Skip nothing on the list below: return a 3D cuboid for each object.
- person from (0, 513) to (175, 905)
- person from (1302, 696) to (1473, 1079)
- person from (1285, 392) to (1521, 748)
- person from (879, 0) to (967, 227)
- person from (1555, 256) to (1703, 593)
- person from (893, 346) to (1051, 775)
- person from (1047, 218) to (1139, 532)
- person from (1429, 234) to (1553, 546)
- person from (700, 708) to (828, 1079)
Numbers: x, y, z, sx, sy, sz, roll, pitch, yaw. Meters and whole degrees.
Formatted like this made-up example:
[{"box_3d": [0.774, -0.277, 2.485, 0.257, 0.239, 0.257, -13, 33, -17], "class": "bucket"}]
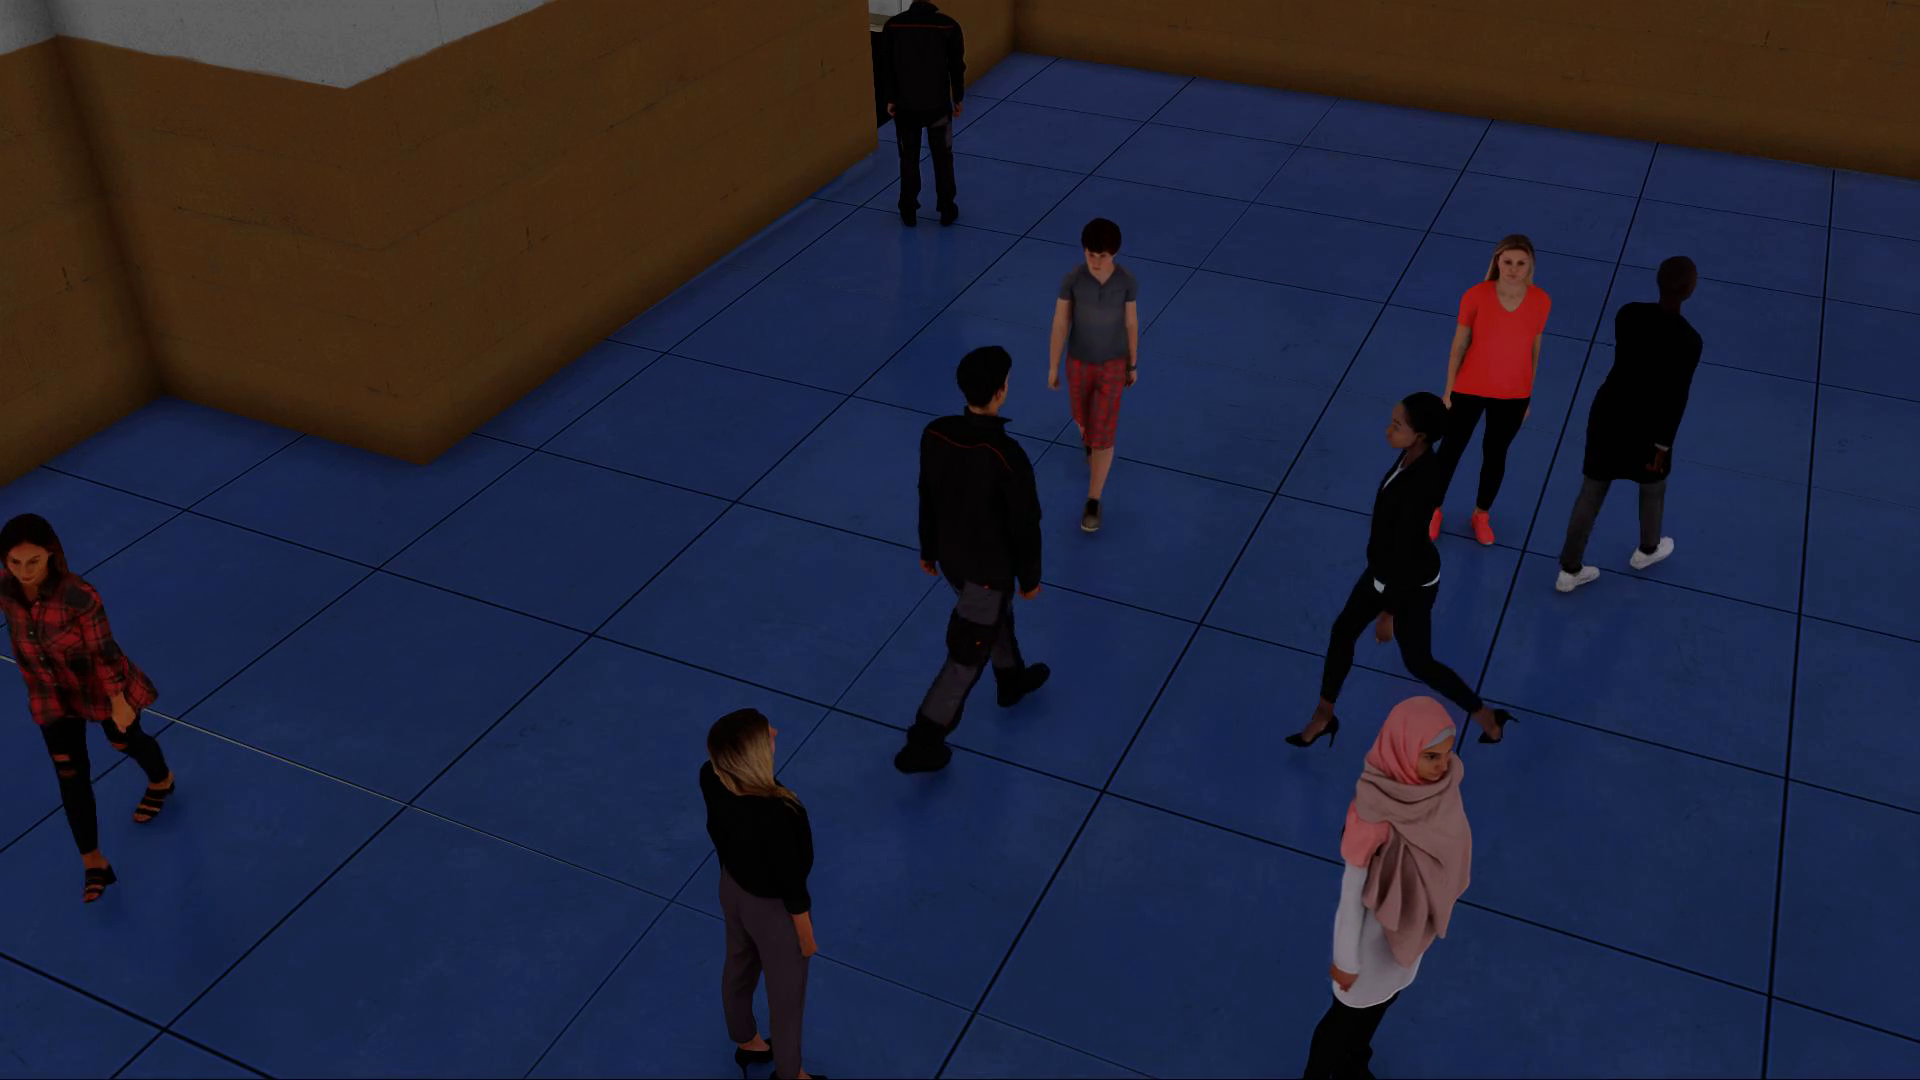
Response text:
[{"box_3d": [-3.390, 0.542, 6.490, 1.019, 1.650, 0.898, 7, 34, 11], "class": "person"}, {"box_3d": [1.354, 1.229, 5.319, 0.727, 1.803, 0.733, -24, 40, -31], "class": "person"}, {"box_3d": [1.913, 0.242, 6.819, 1.272, 1.786, 0.915, 3, 34, 4], "class": "person"}, {"box_3d": [-0.256, -3.158, 11.839, 0.700, 1.862, 0.900, 2, 34, 3], "class": "person"}, {"box_3d": [3.148, -0.500, 7.983, 0.970, 1.732, 1.016, -22, 40, -30], "class": "person"}, {"box_3d": [0.017, 0.141, 6.869, 1.285, 1.897, 1.078, 29, 43, 36], "class": "person"}, {"box_3d": [0.723, -0.947, 8.752, 1.144, 1.610, 0.913, 4, 34, 6], "class": "person"}, {"box_3d": [2.664, -0.747, 8.388, 0.569, 1.693, 0.715, 4, 34, 6], "class": "person"}, {"box_3d": [-0.654, 1.218, 5.455, 0.721, 1.672, 0.579, -29, 43, -36], "class": "person"}]
